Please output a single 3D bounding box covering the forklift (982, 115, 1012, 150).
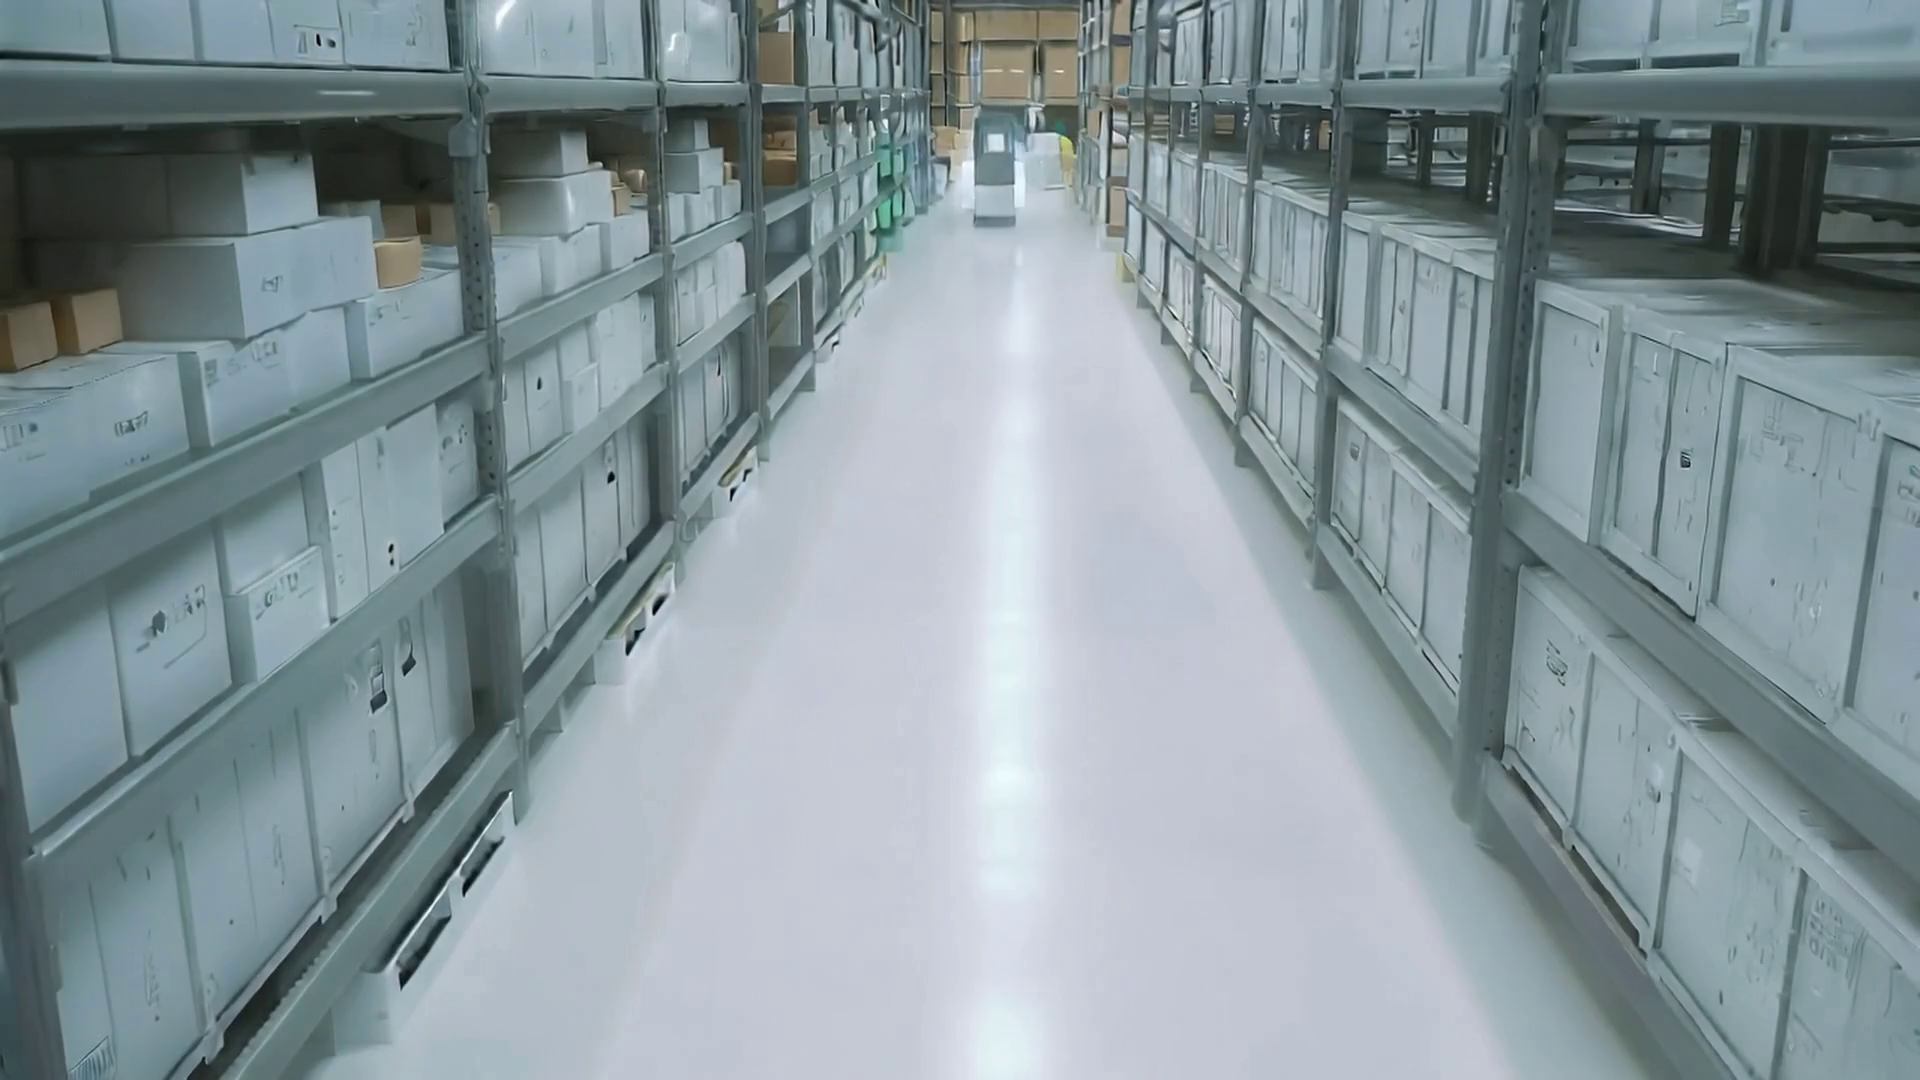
[{"bbox_3d":[1.136,-11.812,51.740,1.129,2.768,1.873,0,15,2],"label":"forklift"}]

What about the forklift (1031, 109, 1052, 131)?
[{"bbox_3d":[3.425,-16.734,70.052,1.129,2.768,1.873,0,15,2],"label":"forklift"}]

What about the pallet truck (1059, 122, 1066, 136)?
[{"bbox_3d":[5.788,-21.111,88.014,1.885,1.965,0.823,5,16,18],"label":"pallet truck"}]

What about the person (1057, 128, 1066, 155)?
[{"bbox_3d":[4.569,-17.943,76.383,0.577,1.907,0.711,-3,15,-12],"label":"person"}]

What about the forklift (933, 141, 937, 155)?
[{"bbox_3d":[-2.139,-20.337,83.460,1.873,2.768,1.129,2,15,8],"label":"forklift"}]

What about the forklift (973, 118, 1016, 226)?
[{"bbox_3d":[0.923,-9.820,44.328,1.129,2.768,1.873,0,15,1],"label":"forklift"}]

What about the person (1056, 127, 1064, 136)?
[{"bbox_3d":[4.729,-18.962,80.251,0.645,1.887,1.044,6,16,20],"label":"person"}]
